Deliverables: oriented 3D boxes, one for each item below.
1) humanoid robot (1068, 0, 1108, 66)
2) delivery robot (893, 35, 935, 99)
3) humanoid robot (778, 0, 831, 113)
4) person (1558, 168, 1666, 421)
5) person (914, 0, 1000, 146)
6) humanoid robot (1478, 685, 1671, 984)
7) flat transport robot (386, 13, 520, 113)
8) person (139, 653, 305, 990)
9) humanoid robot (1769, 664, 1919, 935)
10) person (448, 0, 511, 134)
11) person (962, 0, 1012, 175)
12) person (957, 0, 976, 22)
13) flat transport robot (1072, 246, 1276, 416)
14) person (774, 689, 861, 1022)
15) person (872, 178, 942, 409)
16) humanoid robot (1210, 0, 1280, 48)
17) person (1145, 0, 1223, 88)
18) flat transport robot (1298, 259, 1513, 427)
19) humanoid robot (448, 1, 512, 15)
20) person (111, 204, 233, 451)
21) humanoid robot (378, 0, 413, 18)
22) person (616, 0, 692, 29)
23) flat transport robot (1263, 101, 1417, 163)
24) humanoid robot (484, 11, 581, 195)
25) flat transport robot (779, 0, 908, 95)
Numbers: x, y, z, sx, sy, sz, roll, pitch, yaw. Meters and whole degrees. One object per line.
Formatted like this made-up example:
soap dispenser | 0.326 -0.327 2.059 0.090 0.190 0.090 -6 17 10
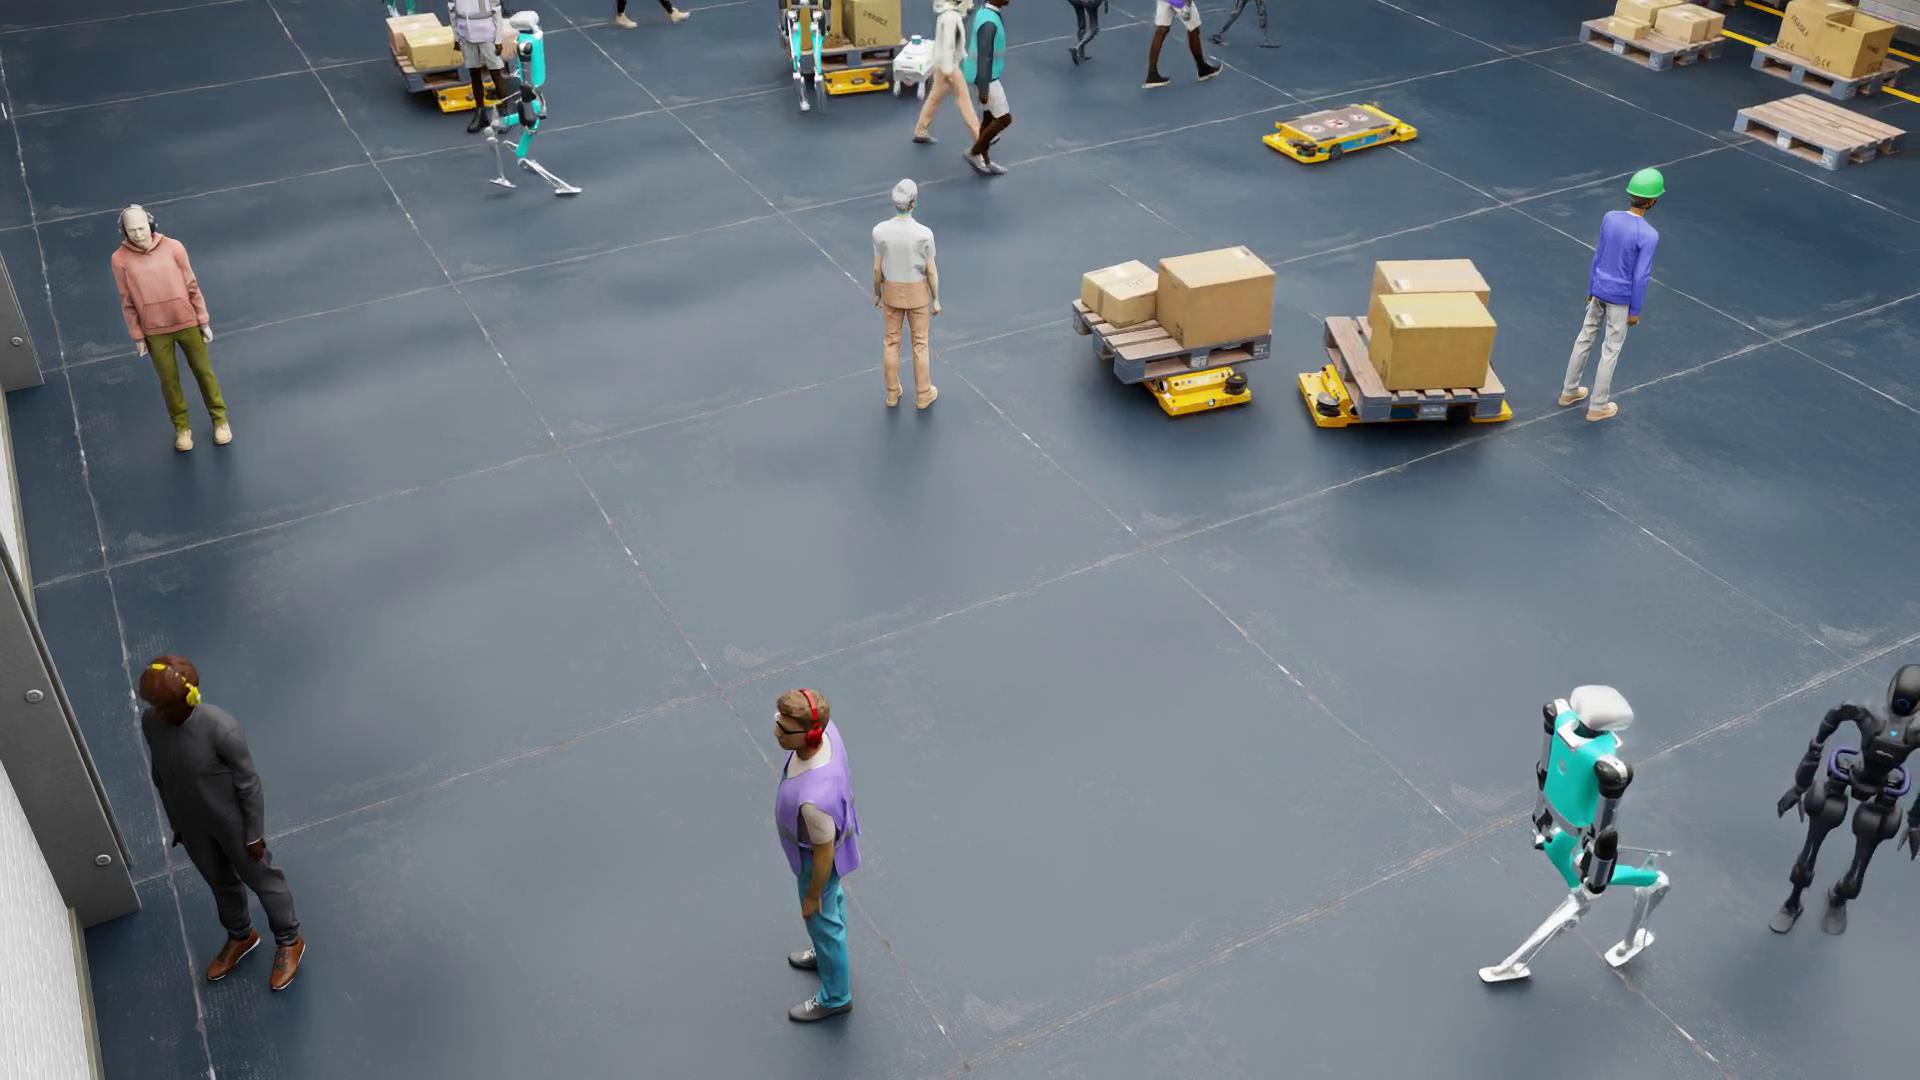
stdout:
humanoid robot | 1.311 -5.955 18.003 0.591 1.640 0.576 26 43 32
delivery robot | -0.451 -5.065 17.710 0.499 0.608 0.797 9 36 13
humanoid robot | -1.553 -5.083 16.752 0.542 1.863 0.656 -1 35 -2
person | 4.669 -1.745 11.825 0.381 1.865 0.457 -20 39 -26
person | -0.072 -4.607 16.121 0.844 1.612 0.489 -4 35 -6
humanoid robot | 2.982 1.344 7.556 1.027 1.771 0.537 -9 36 -13
flat transport robot | -5.317 -4.901 17.713 0.659 0.231 1.431 -15 38 -20
person | -3.349 1.273 7.501 0.494 1.874 0.356 7 36 10
humanoid robot | 4.194 1.206 7.770 0.613 1.653 0.351 17 38 22
person | -4.743 -4.966 16.349 0.543 1.942 0.348 7 36 10
person | 0.268 -4.289 15.398 0.485 1.918 0.575 1 35 2
person | -0.001 -6.922 19.235 0.403 1.835 0.571 -1 35 -1
flat transport robot | 1.602 -1.412 12.732 0.659 0.231 1.431 -12 37 -16
person | -0.625 1.384 7.361 0.379 1.848 0.568 -2 35 -3
person | -0.386 -1.756 11.933 0.497 1.745 0.306 7 36 10
humanoid robot | 3.246 -6.302 18.530 0.783 1.627 0.586 14 38 20
person | 2.389 -5.753 17.485 0.960 1.917 0.625 -18 39 -24
flat transport robot | 3.278 -1.093 12.276 1.431 0.231 0.659 -2 35 -3
humanoid robot | -5.687 -6.862 19.329 0.733 1.620 0.590 -10 36 -14
person | -5.444 -1.472 11.463 0.520 1.831 0.365 -16 38 -21
humanoid robot | -6.166 -6.078 18.142 0.536 1.796 0.799 -10 36 -14
person | -3.616 -6.671 19.040 0.925 1.636 0.538 3 35 5
flat transport robot | 3.774 -4.043 16.489 1.431 0.231 0.659 -18 39 -24
humanoid robot | -4.077 -3.890 15.050 1.036 1.782 0.540 1 35 1
flat transport robot | -1.271 -5.193 18.131 0.659 0.231 1.431 -10 36 -14
